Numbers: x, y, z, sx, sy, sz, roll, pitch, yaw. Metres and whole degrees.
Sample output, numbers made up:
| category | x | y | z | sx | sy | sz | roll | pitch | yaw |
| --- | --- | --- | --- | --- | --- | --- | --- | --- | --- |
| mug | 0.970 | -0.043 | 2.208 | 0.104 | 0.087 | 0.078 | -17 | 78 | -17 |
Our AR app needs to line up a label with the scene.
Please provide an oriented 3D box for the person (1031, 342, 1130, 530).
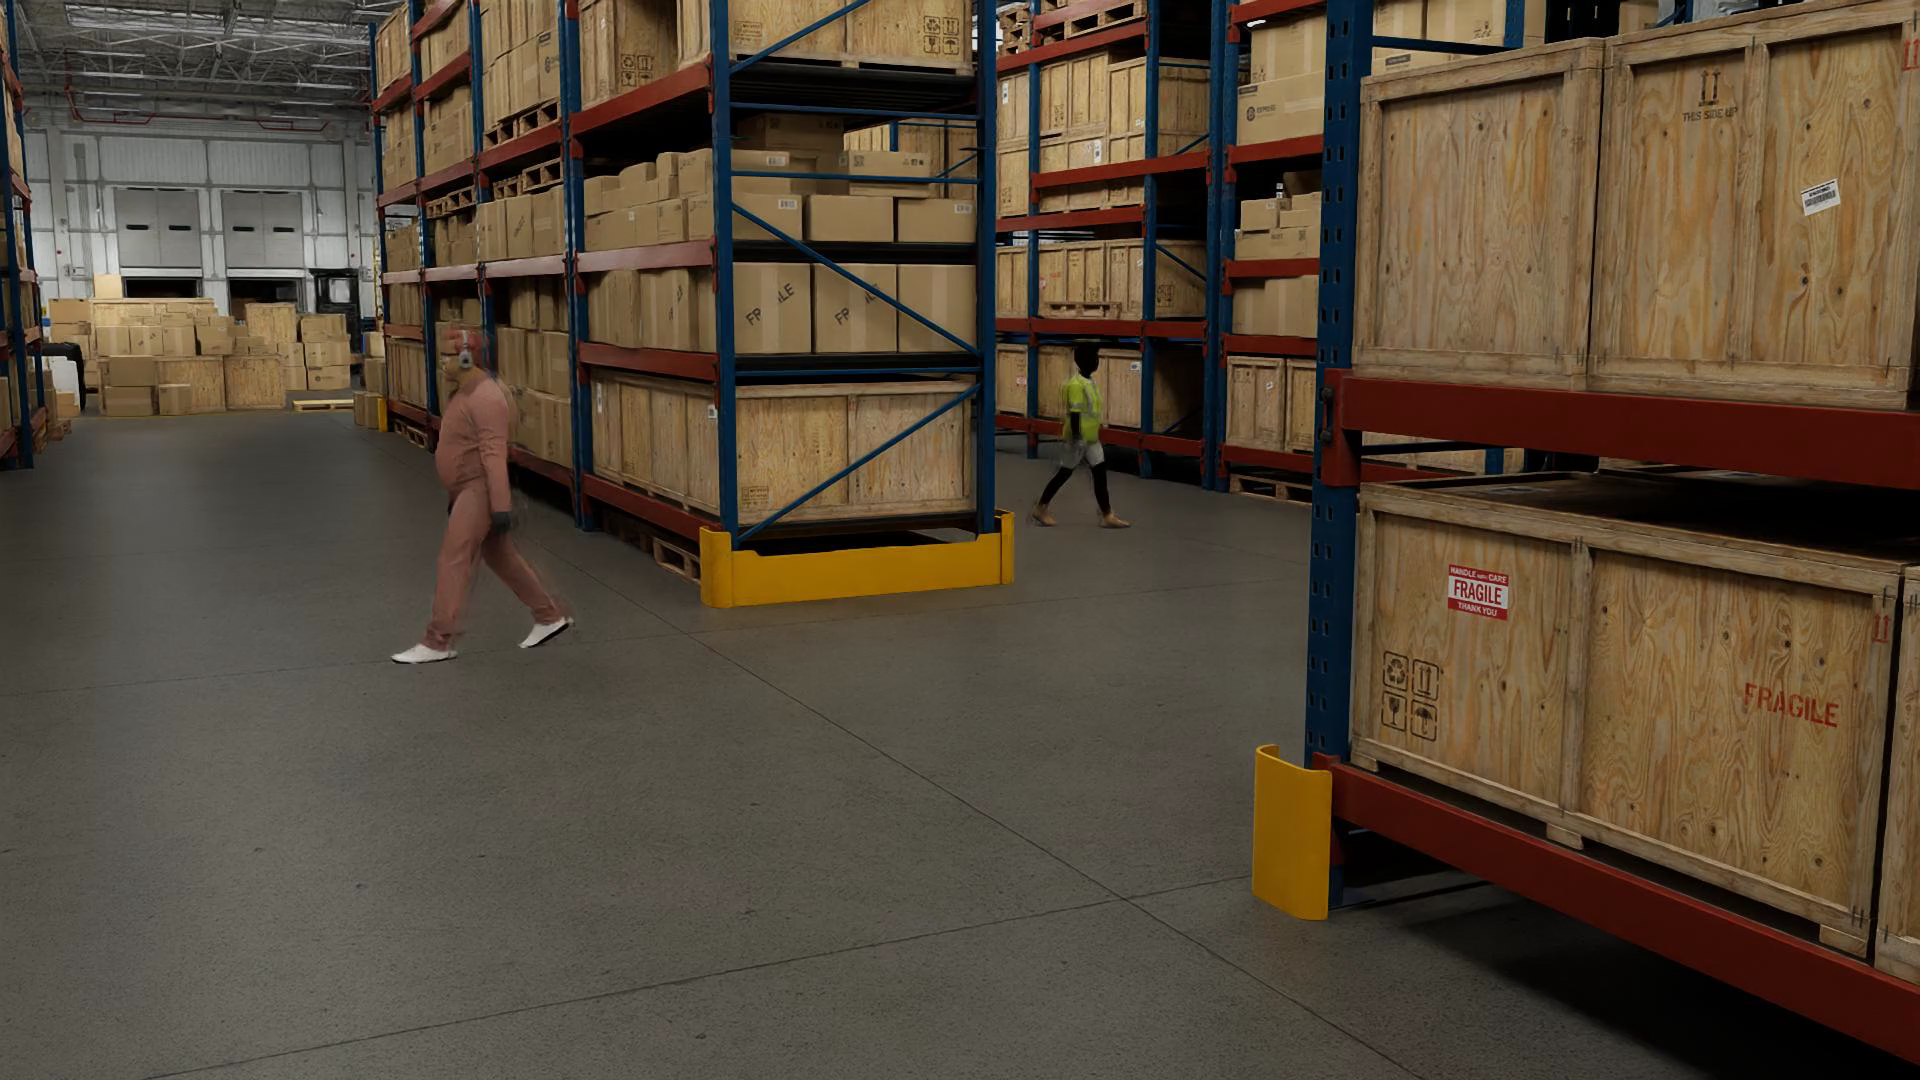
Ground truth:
| category | x | y | z | sx | sy | sz | roll | pitch | yaw |
| --- | --- | --- | --- | --- | --- | --- | --- | --- | --- |
| person | 1.033 | -0.918 | 14.621 | 0.874 | 1.657 | 0.541 | 4 | 9 | 27 |

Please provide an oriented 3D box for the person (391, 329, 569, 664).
| category | x | y | z | sx | sy | sz | roll | pitch | yaw |
| --- | --- | --- | --- | --- | --- | --- | --- | --- | --- |
| person | -2.702 | -0.260 | 9.393 | 0.994 | 1.864 | 0.664 | -4 | 9 | -25 |

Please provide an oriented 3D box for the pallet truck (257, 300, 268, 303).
| category | x | y | z | sx | sy | sz | roll | pitch | yaw |
| --- | --- | --- | --- | --- | --- | --- | --- | --- | --- |
| pallet truck | -23.913 | -7.404 | 58.171 | 1.885 | 1.965 | 0.823 | -1 | 8 | -9 |

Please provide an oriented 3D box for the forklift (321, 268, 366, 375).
| category | x | y | z | sx | sy | sz | roll | pitch | yaw |
| --- | --- | --- | --- | --- | --- | --- | --- | --- | --- |
| forklift | -16.433 | -5.812 | 44.169 | 1.129 | 2.768 | 1.873 | -1 | 8 | -9 |

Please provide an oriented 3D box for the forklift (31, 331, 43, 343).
| category | x | y | z | sx | sy | sz | roll | pitch | yaw |
| --- | --- | --- | --- | --- | --- | --- | --- | --- | --- |
| forklift | -30.490 | -7.251 | 54.090 | 1.129 | 2.768 | 1.873 | -4 | 9 | -26 |

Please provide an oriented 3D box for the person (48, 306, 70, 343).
| category | x | y | z | sx | sy | sz | roll | pitch | yaw |
| --- | --- | --- | --- | --- | --- | --- | --- | --- | --- |
| person | -25.089 | -5.657 | 46.488 | 0.470 | 1.896 | 0.765 | 3 | 9 | 18 |
